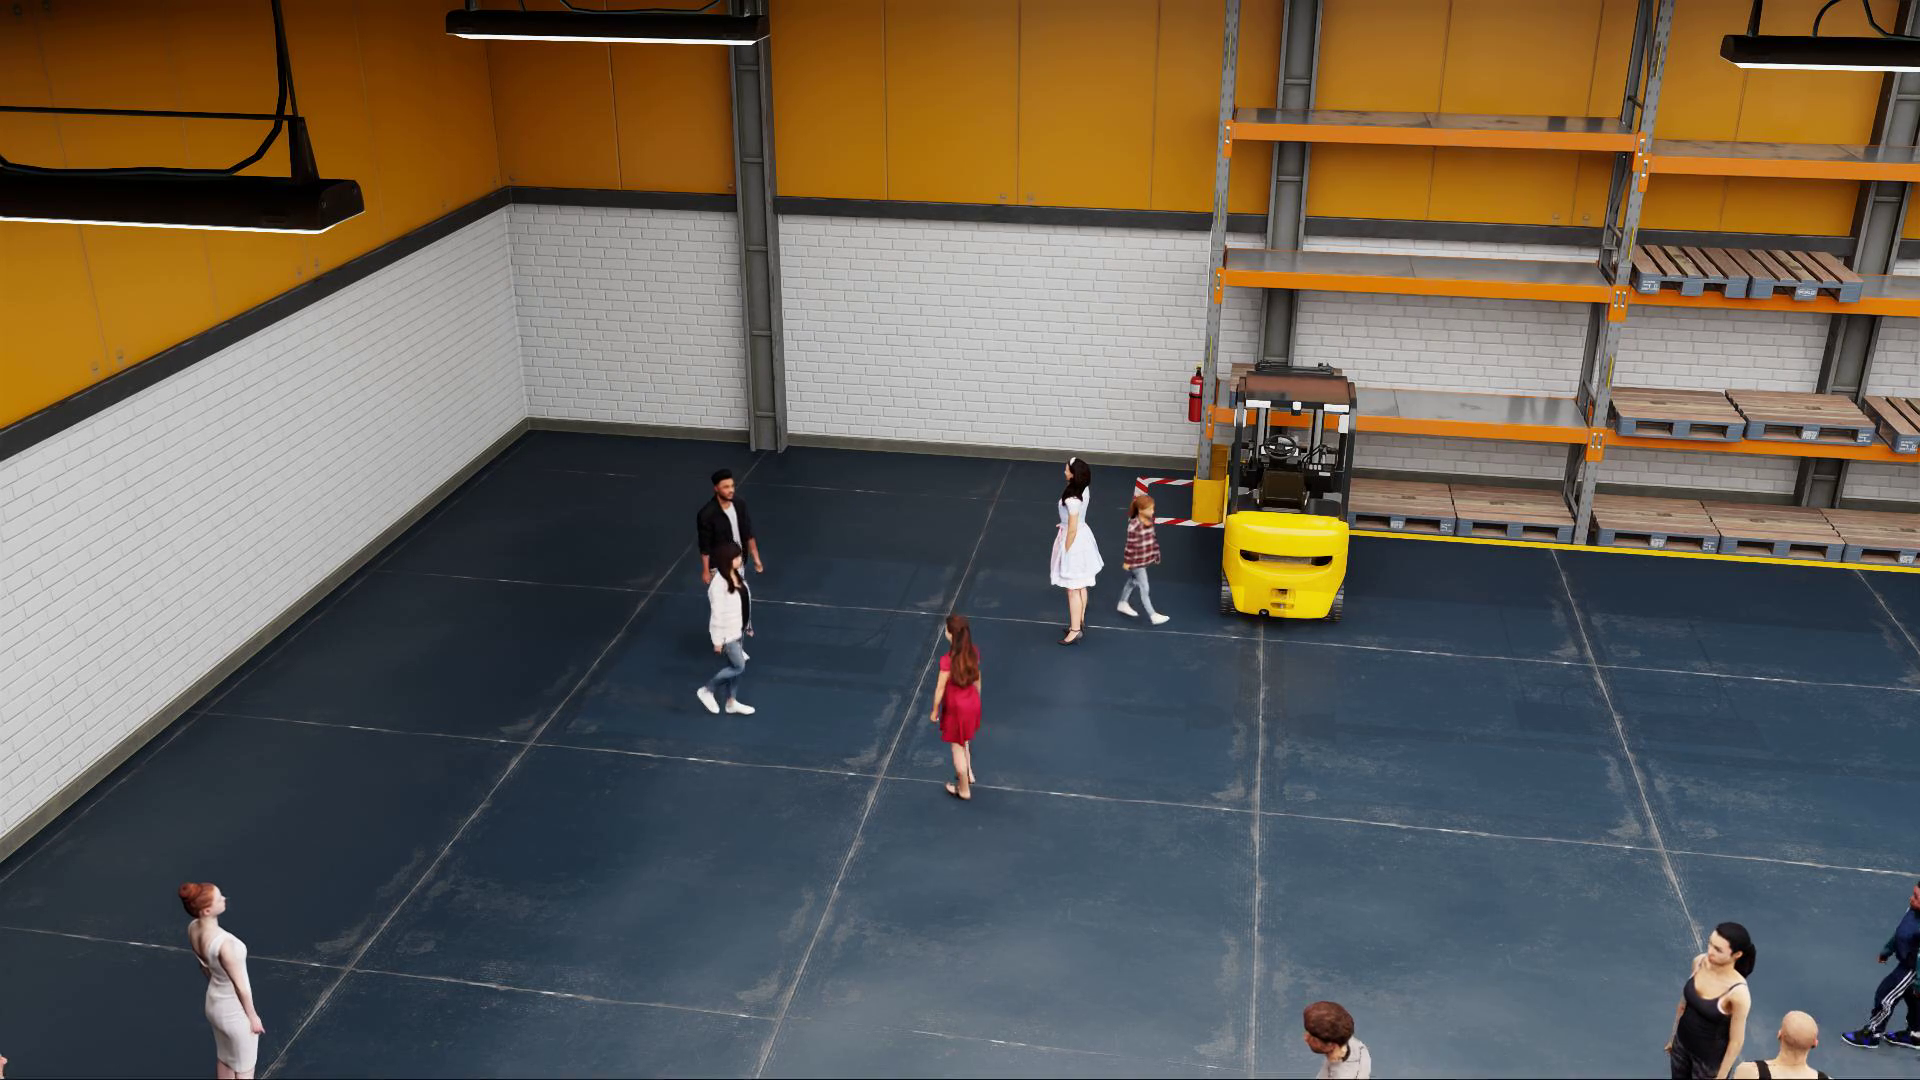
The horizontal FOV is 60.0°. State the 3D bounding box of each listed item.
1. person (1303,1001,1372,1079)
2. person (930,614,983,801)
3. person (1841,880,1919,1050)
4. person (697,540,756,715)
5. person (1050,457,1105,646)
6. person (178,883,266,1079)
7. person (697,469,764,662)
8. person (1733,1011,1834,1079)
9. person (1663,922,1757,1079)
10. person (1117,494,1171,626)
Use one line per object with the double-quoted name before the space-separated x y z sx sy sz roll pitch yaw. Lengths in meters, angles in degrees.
"person" 1.991 3.127 8.352 1.205 1.824 0.757 9 25 19
"person" 0.049 1.315 12.854 0.751 1.538 0.688 22 32 40
"person" 5.933 2.626 10.228 0.740 1.240 0.597 10 26 22
"person" -2.022 0.746 14.048 0.682 1.624 0.611 4 24 10
"person" 1.052 0.102 15.280 0.754 1.818 0.728 7 25 16
"person" -4.147 2.679 9.419 0.578 1.791 0.698 19 30 36
"person" -2.187 0.162 15.172 0.970 1.795 0.897 17 29 34
"person" 4.014 3.186 8.259 1.014 1.790 0.855 8 25 18
"person" 4.102 2.829 9.153 0.672 1.727 0.658 -7 25 -15
"person" 1.653 0.164 15.810 0.954 1.279 0.802 19 30 37
